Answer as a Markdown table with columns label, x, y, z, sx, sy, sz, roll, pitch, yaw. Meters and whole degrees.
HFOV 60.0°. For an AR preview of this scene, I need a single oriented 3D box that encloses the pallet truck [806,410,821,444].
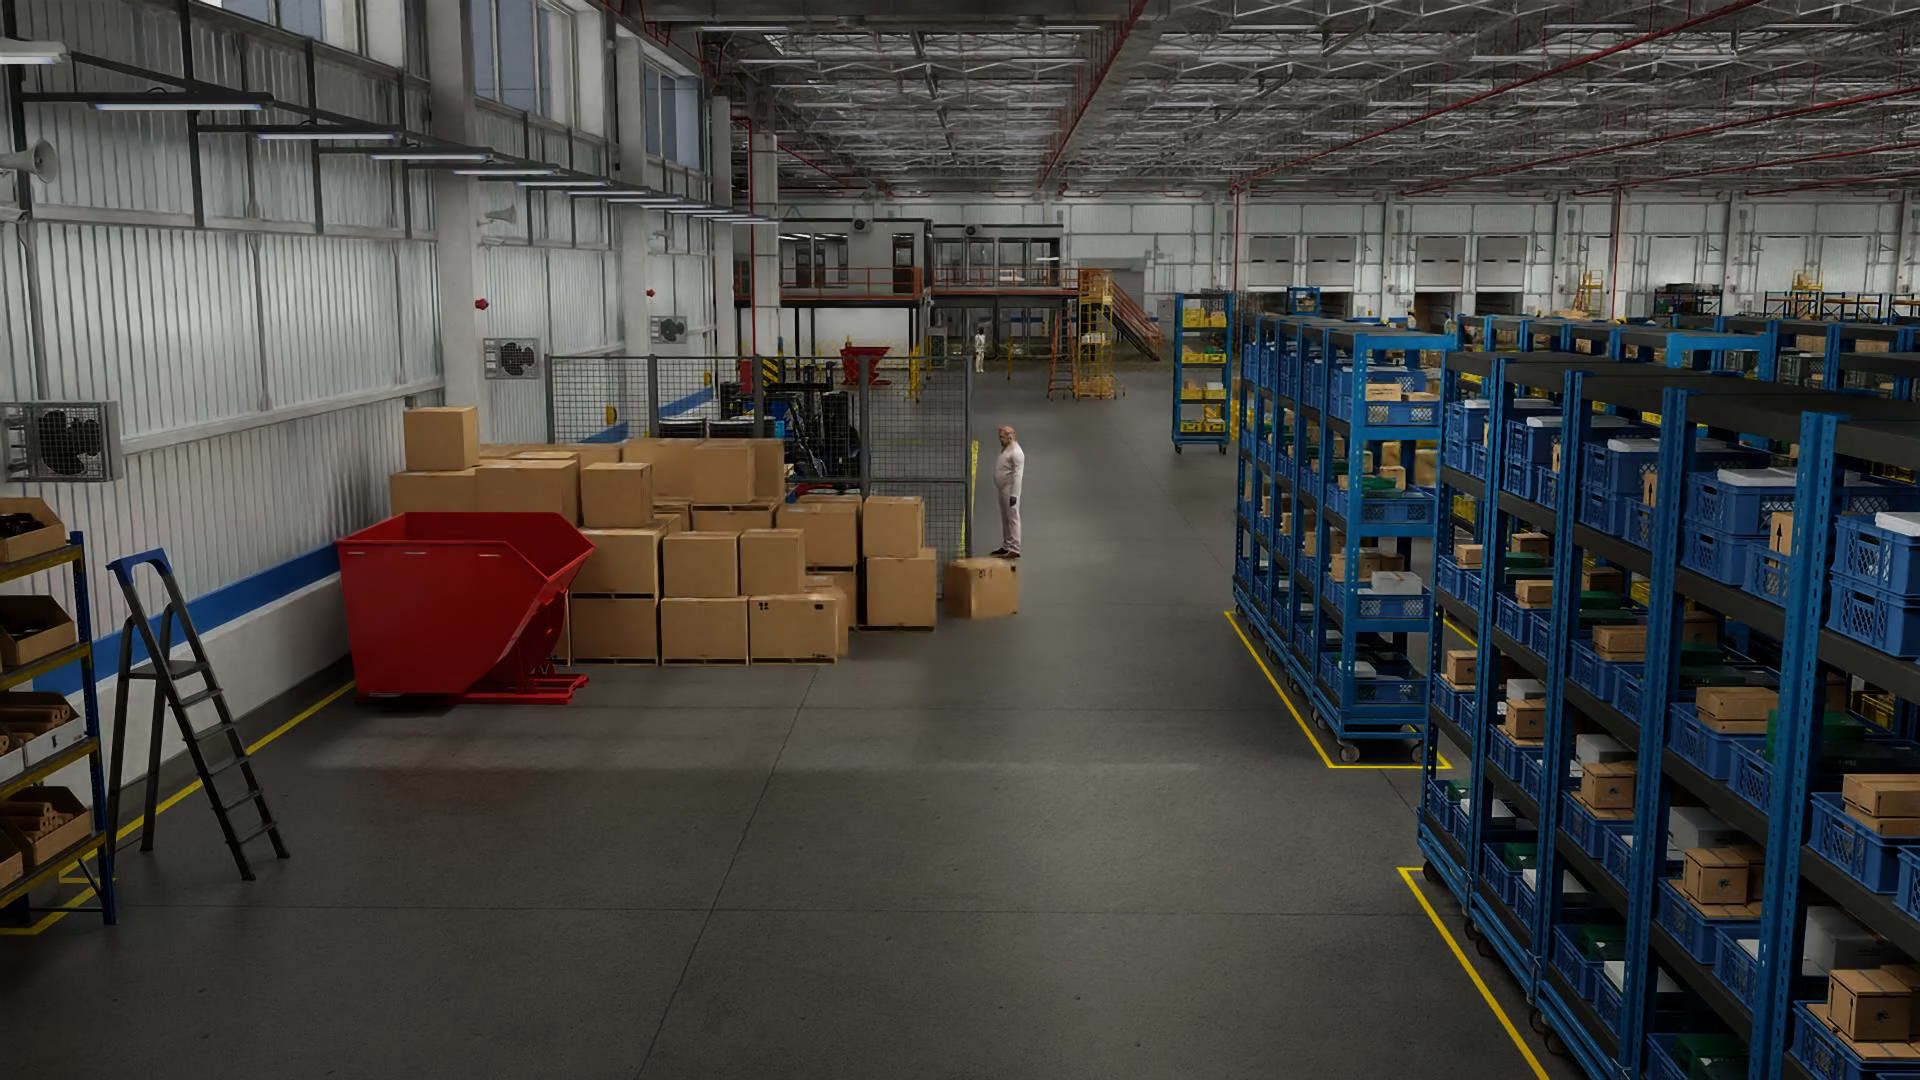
| label | x | y | z | sx | sy | sz | roll | pitch | yaw |
| --- | --- | --- | --- | --- | --- | --- | --- | --- | --- |
| pallet truck | -3.559 | -2.018 | 33.905 | 1.522 | 1.261 | 0.704 | 0 | 9 | -1 |

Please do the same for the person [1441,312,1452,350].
| label | x | y | z | sx | sy | sz | roll | pitch | yaw |
| --- | --- | --- | --- | --- | --- | --- | --- | --- | --- |
| person | 25.147 | -10.770 | 85.858 | 0.381 | 1.951 | 0.605 | -2 | 10 | -14 |

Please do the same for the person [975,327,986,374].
| label | x | y | z | sx | sy | sz | roll | pitch | yaw |
| --- | --- | --- | --- | --- | --- | --- | --- | --- | --- |
| person | 0.814 | -7.498 | 65.884 | 0.356 | 1.883 | 0.573 | 6 | 11 | 34 |

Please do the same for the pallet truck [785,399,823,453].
| label | x | y | z | sx | sy | sz | roll | pitch | yaw |
| --- | --- | --- | --- | --- | --- | --- | --- | --- | --- |
| pallet truck | -3.814 | -2.432 | 36.419 | 1.630 | 1.274 | 0.653 | 0 | 9 | 1 |

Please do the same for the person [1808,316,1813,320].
| label | x | y | z | sx | sy | sz | roll | pitch | yaw |
| --- | --- | --- | --- | --- | --- | --- | --- | --- | --- |
| person | 41.865 | -10.114 | 82.006 | 0.535 | 1.879 | 0.637 | -7 | 11 | -36 |

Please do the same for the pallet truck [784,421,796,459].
| label | x | y | z | sx | sy | sz | roll | pitch | yaw |
| --- | --- | --- | --- | --- | --- | --- | --- | --- | --- |
| pallet truck | -4.013 | -1.793 | 32.705 | 1.601 | 1.201 | 0.680 | 0 | 9 | 1 |

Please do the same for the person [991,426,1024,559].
| label | x | y | z | sx | sy | sz | roll | pitch | yaw |
| --- | --- | --- | --- | --- | --- | --- | --- | --- | --- |
| person | 0.679 | -0.691 | 23.840 | 0.409 | 1.903 | 0.639 | -3 | 10 | -18 |

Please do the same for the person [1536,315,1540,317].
| label | x | y | z | sx | sy | sz | roll | pitch | yaw |
| --- | --- | --- | --- | --- | --- | --- | --- | --- | --- |
| person | 31.356 | -11.355 | 90.251 | 0.318 | 1.694 | 0.539 | 4 | 10 | 22 |

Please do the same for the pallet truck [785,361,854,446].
| label | x | y | z | sx | sy | sz | roll | pitch | yaw |
| --- | --- | --- | --- | --- | --- | --- | --- | --- | --- |
| pallet truck | -3.410 | -3.193 | 38.978 | 1.885 | 1.965 | 0.823 | 0 | 9 | -1 |

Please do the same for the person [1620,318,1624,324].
| label | x | y | z | sx | sy | sz | roll | pitch | yaw |
| --- | --- | --- | --- | --- | --- | --- | --- | --- | --- |
| person | 30.880 | -9.430 | 77.703 | 0.586 | 1.918 | 0.394 | 6 | 11 | 35 |

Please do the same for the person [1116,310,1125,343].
| label | x | y | z | sx | sy | sz | roll | pitch | yaw |
| --- | --- | --- | --- | --- | --- | --- | --- | --- | --- |
| person | 9.132 | -12.160 | 94.508 | 0.542 | 1.928 | 0.378 | 0 | 9 | 1 |

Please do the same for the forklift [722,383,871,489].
| label | x | y | z | sx | sy | sz | roll | pitch | yaw |
| --- | --- | --- | --- | --- | --- | --- | --- | --- | --- |
| forklift | -2.893 | -1.687 | 28.729 | 2.680 | 1.987 | 1.157 | 0 | 9 | -1 |

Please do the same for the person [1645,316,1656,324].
| label | x | y | z | sx | sy | sz | roll | pitch | yaw |
| --- | --- | --- | --- | --- | --- | --- | --- | --- | --- |
| person | 33.812 | -10.039 | 81.457 | 0.383 | 1.927 | 0.640 | -5 | 10 | -27 |

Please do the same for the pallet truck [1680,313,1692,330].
| label | x | y | z | sx | sy | sz | roll | pitch | yaw |
| --- | --- | --- | --- | --- | --- | --- | --- | --- | --- |
| pallet truck | 36.315 | -10.531 | 84.244 | 0.823 | 1.965 | 1.885 | -6 | 11 | -33 |

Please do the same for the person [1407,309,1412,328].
| label | x | y | z | sx | sy | sz | roll | pitch | yaw |
| --- | --- | --- | --- | --- | --- | --- | --- | --- | --- |
| person | 25.603 | -12.186 | 94.705 | 0.396 | 1.918 | 0.592 | 7 | 12 | 37 |

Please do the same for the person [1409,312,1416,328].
| label | x | y | z | sx | sy | sz | roll | pitch | yaw |
| --- | --- | --- | --- | --- | --- | --- | --- | --- | --- |
| person | 23.940 | -11.105 | 87.958 | 0.371 | 1.941 | 0.627 | 0 | 9 | -1 |

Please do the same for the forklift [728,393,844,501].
| label | x | y | z | sx | sy | sz | roll | pitch | yaw |
| --- | --- | --- | --- | --- | --- | --- | --- | --- | --- |
| forklift | -2.979 | -1.316 | 26.476 | 2.680 | 1.987 | 1.157 | 0 | 9 | 1 |

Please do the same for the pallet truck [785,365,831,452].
| label | x | y | z | sx | sy | sz | roll | pitch | yaw |
| --- | --- | --- | --- | --- | --- | --- | --- | --- | --- |
| pallet truck | -3.774 | -2.976 | 37.635 | 1.885 | 1.965 | 0.823 | 1 | 9 | 5 |

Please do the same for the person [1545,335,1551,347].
| label | x | y | z | sx | sy | sz | roll | pitch | yaw |
| --- | --- | --- | --- | --- | --- | --- | --- | --- | --- |
| person | 25.256 | -8.262 | 71.059 | 0.588 | 1.723 | 0.552 | -1 | 9 | -9 |

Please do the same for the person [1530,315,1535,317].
| label | x | y | z | sx | sy | sz | roll | pitch | yaw |
| --- | --- | --- | --- | --- | --- | --- | --- | --- | --- |
| person | 29.678 | -10.799 | 86.425 | 0.456 | 1.825 | 0.649 | 1 | 9 | 5 |

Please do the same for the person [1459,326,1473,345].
| label | x | y | z | sx | sy | sz | roll | pitch | yaw |
| --- | --- | --- | --- | --- | --- | --- | --- | --- | --- |
| person | 19.731 | -7.405 | 64.993 | 0.393 | 1.996 | 0.619 | -7 | 11 | -36 |

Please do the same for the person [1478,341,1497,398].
| label | x | y | z | sx | sy | sz | roll | pitch | yaw |
| --- | --- | --- | --- | --- | --- | --- | --- | --- | --- |
| person | 17.138 | -5.560 | 53.504 | 0.936 | 2.005 | 0.633 | 8 | 12 | 42 |
